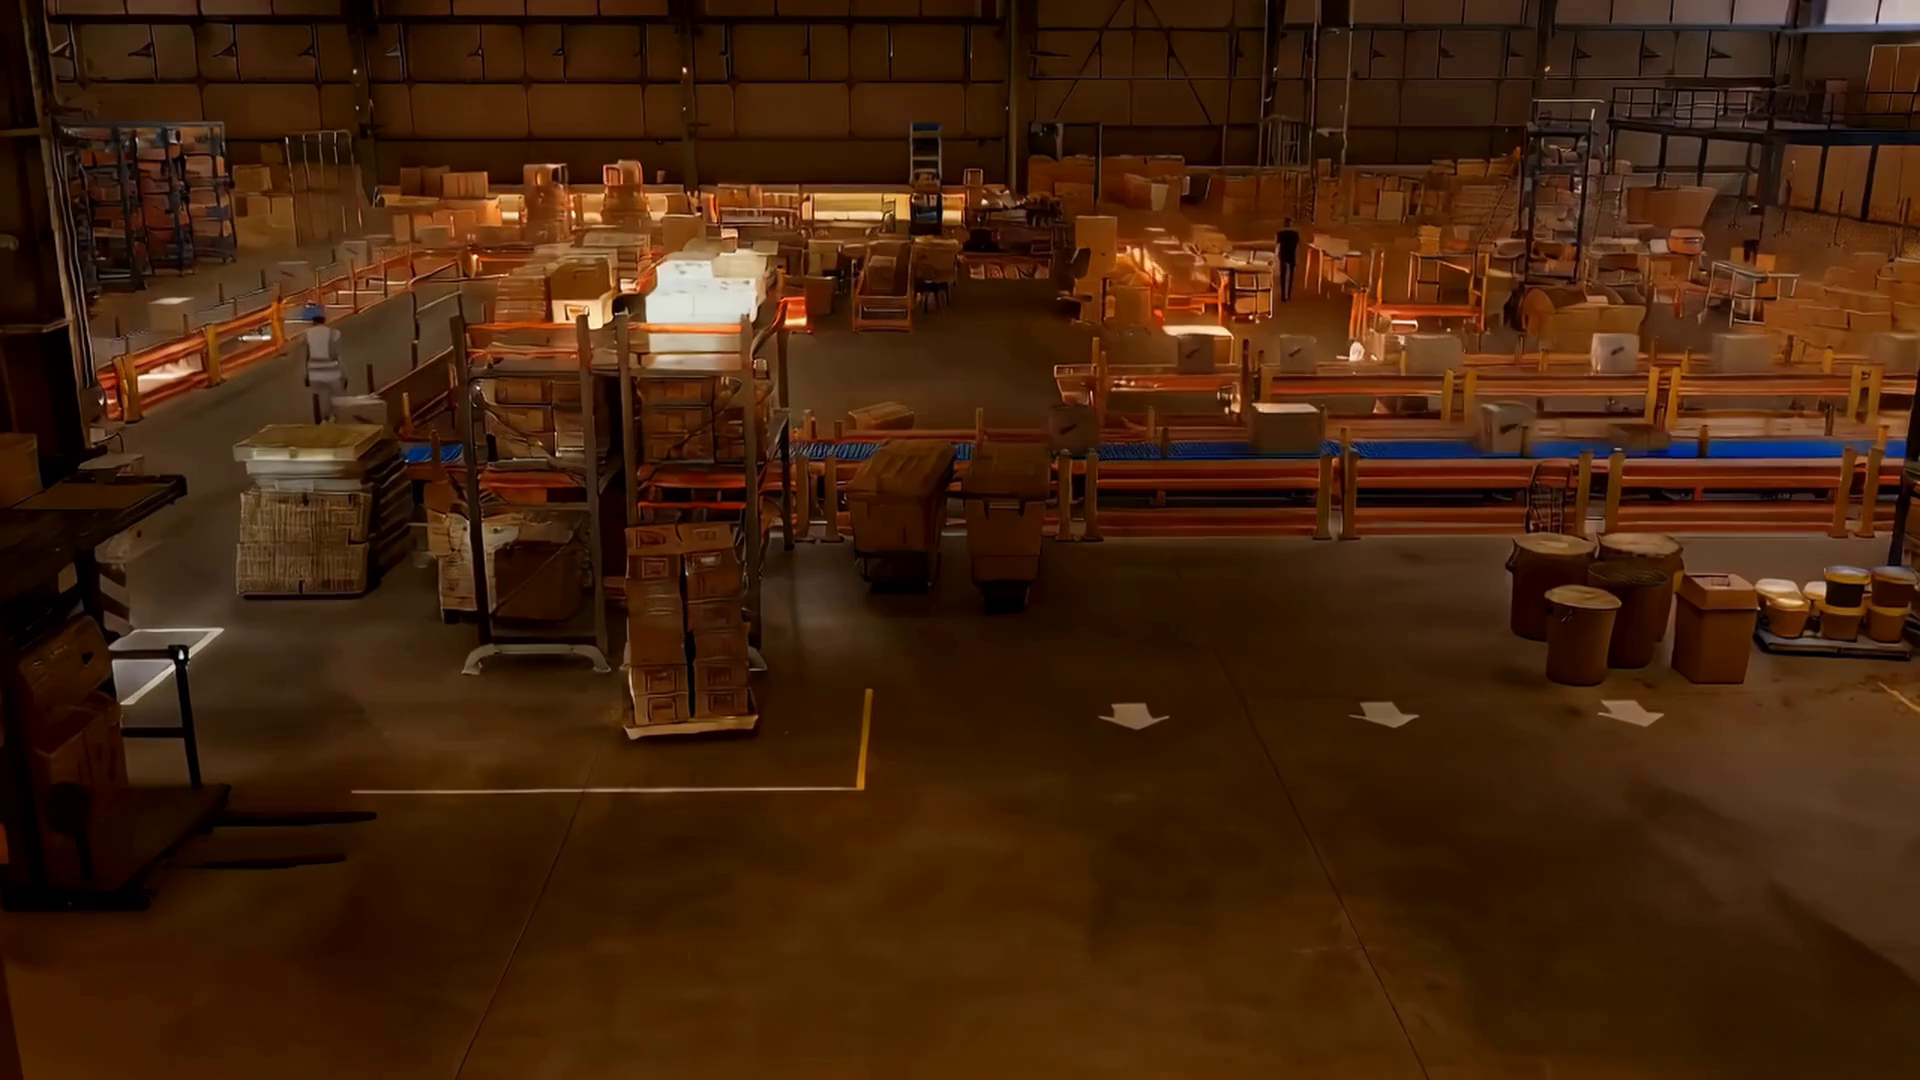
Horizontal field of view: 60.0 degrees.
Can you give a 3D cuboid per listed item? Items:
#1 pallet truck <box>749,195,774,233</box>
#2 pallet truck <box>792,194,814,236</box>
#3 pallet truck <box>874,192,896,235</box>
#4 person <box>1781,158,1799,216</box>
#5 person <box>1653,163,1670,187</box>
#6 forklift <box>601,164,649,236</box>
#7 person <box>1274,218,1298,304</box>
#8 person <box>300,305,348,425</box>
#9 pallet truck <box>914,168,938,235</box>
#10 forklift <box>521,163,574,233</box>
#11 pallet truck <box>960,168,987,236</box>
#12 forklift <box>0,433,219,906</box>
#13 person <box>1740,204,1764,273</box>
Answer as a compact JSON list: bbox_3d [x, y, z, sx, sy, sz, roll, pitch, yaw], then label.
[{"bbox_3d":[-6.051,-9.967,50.660,0.680,1.201,1.601,0,16,-1],"label":"pallet truck"},{"bbox_3d":[-4.814,-9.883,50.259,0.704,1.261,1.522,-1,16,-3],"label":"pallet truck"},{"bbox_3d":[-2.277,-9.986,50.594,0.653,1.274,1.630,0,16,-1],"label":"pallet truck"},{"bbox_3d":[28.100,-11.943,56.285,0.585,1.928,0.366,-14,21,-40],"label":"person"},{"bbox_3d":[22.930,-11.380,54.409,0.355,1.883,0.575,-12,20,-35],"label":"person"},{"bbox_3d":[-9.948,-10.127,49.296,1.157,1.987,2.680,-1,16,-3],"label":"forklift"},{"bbox_3d":[7.091,-6.064,36.087,0.547,1.794,0.929,5,17,18],"label":"person"},{"bbox_3d":[-8.641,-2.262,22.715,0.632,1.880,0.999,-1,16,-3],"label":"person"},{"bbox_3d":[-0.989,-10.316,50.507,0.823,1.965,1.885,1,16,3],"label":"pallet truck"},{"bbox_3d":[-12.233,-10.122,49.298,1.157,1.987,2.680,0,16,-1],"label":"forklift"},{"bbox_3d":[0.383,-10.230,50.206,0.823,1.965,1.885,-1,16,-3],"label":"pallet truck"},{"bbox_3d":[-5.952,0.780,10.366,1.873,2.768,1.129,0,16,-1],"label":"forklift"},{"bbox_3d":[19.194,-7.260,40.347,0.526,1.737,0.775,4,16,12],"label":"person"}]
